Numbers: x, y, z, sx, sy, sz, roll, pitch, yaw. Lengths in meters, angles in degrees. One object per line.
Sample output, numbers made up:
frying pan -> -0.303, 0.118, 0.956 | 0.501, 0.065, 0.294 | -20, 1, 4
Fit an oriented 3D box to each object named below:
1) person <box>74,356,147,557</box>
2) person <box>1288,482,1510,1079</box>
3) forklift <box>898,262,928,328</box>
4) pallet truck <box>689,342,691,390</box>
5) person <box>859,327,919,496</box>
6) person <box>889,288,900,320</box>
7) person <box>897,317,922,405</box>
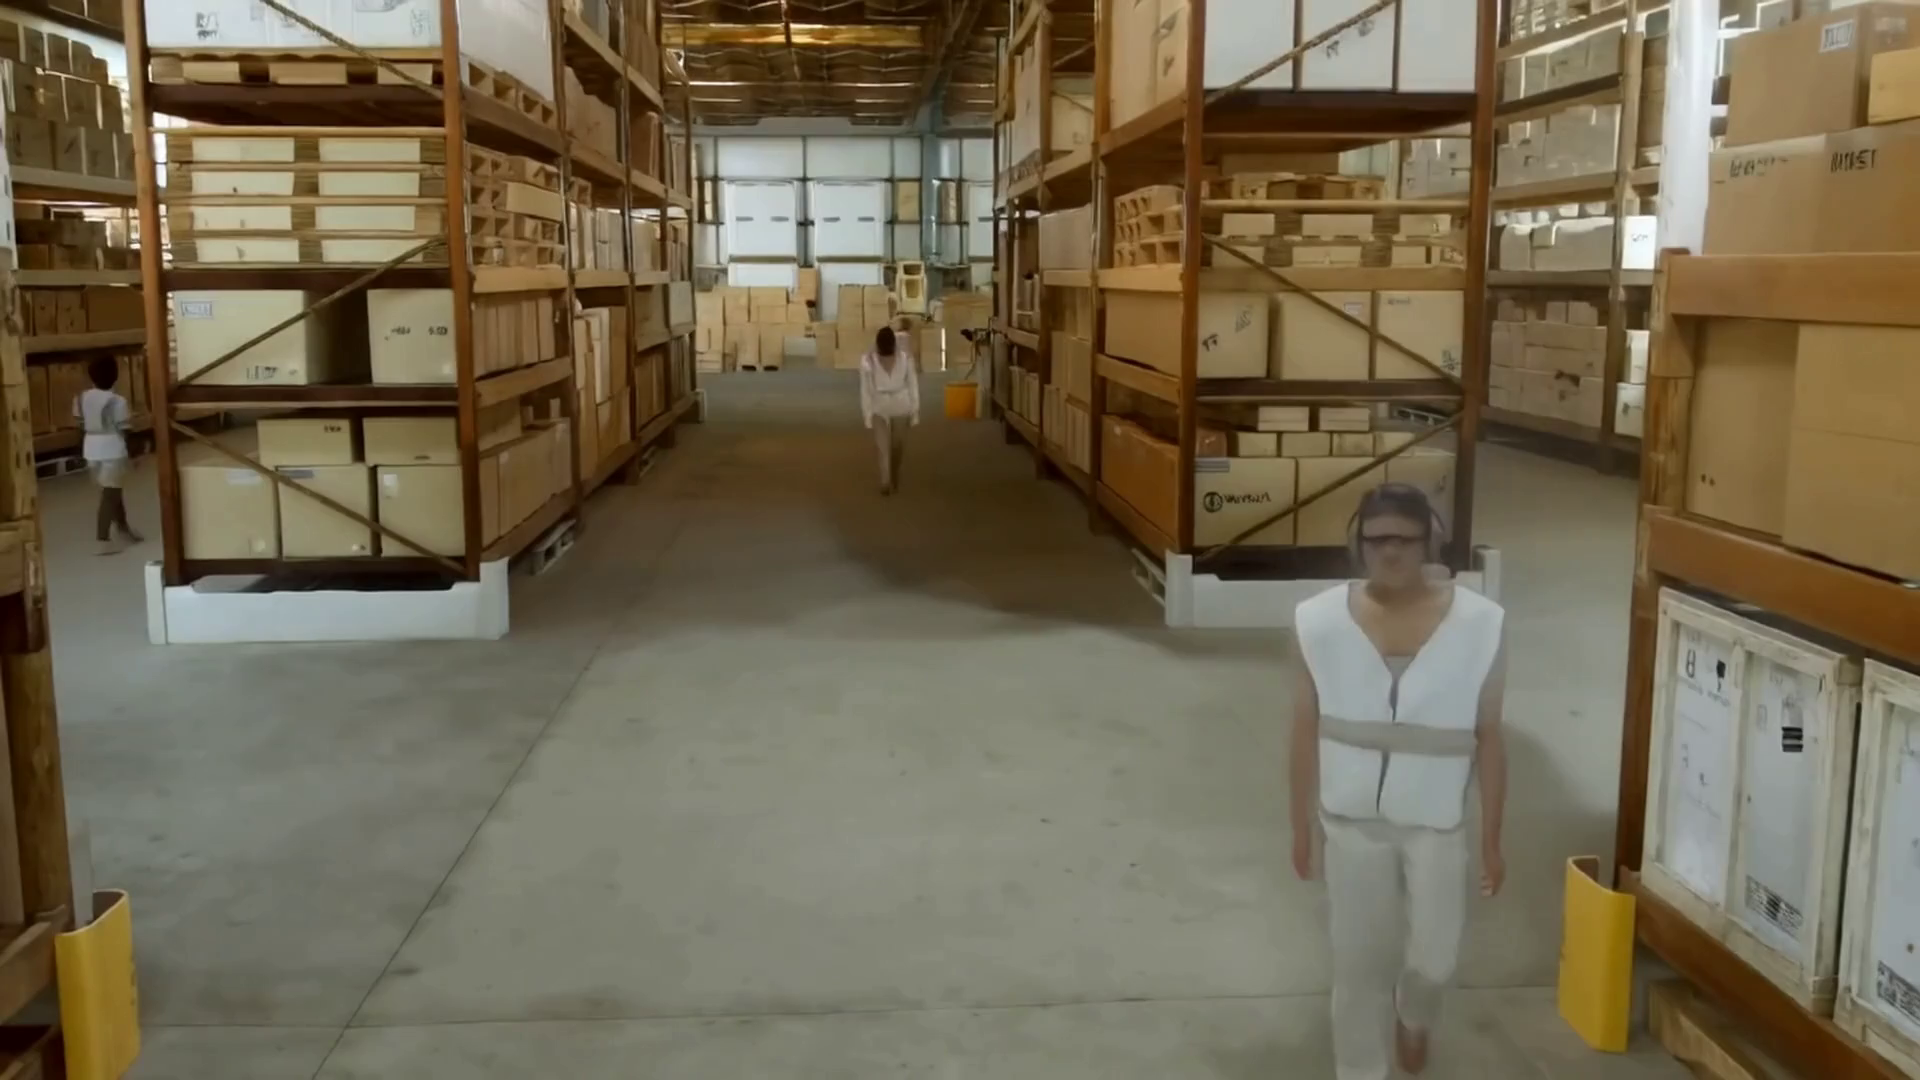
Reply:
person -> -7.151, -0.723, 14.138 | 0.538, 1.668, 0.771 | 3, 10, 20
person -> 1.162, 0.738, 4.465 | 0.576, 1.834, 0.581 | 2, 9, 14
forklift -> -1.643, -8.231, 57.511 | 1.129, 2.768, 1.873 | -1, 9, -4
pallet truck -> -5.225, -3.008, 27.480 | 1.885, 1.965, 0.823 | 2, 9, 14
person -> -0.772, -1.417, 18.104 | 0.629, 1.816, 0.882 | -1, 9, -9
person -> -2.314, -7.828, 57.973 | 0.639, 1.928, 0.369 | 3, 10, 21
person -> -1.053, -3.236, 30.114 | 0.701, 1.615, 0.524 | -1, 9, -8
